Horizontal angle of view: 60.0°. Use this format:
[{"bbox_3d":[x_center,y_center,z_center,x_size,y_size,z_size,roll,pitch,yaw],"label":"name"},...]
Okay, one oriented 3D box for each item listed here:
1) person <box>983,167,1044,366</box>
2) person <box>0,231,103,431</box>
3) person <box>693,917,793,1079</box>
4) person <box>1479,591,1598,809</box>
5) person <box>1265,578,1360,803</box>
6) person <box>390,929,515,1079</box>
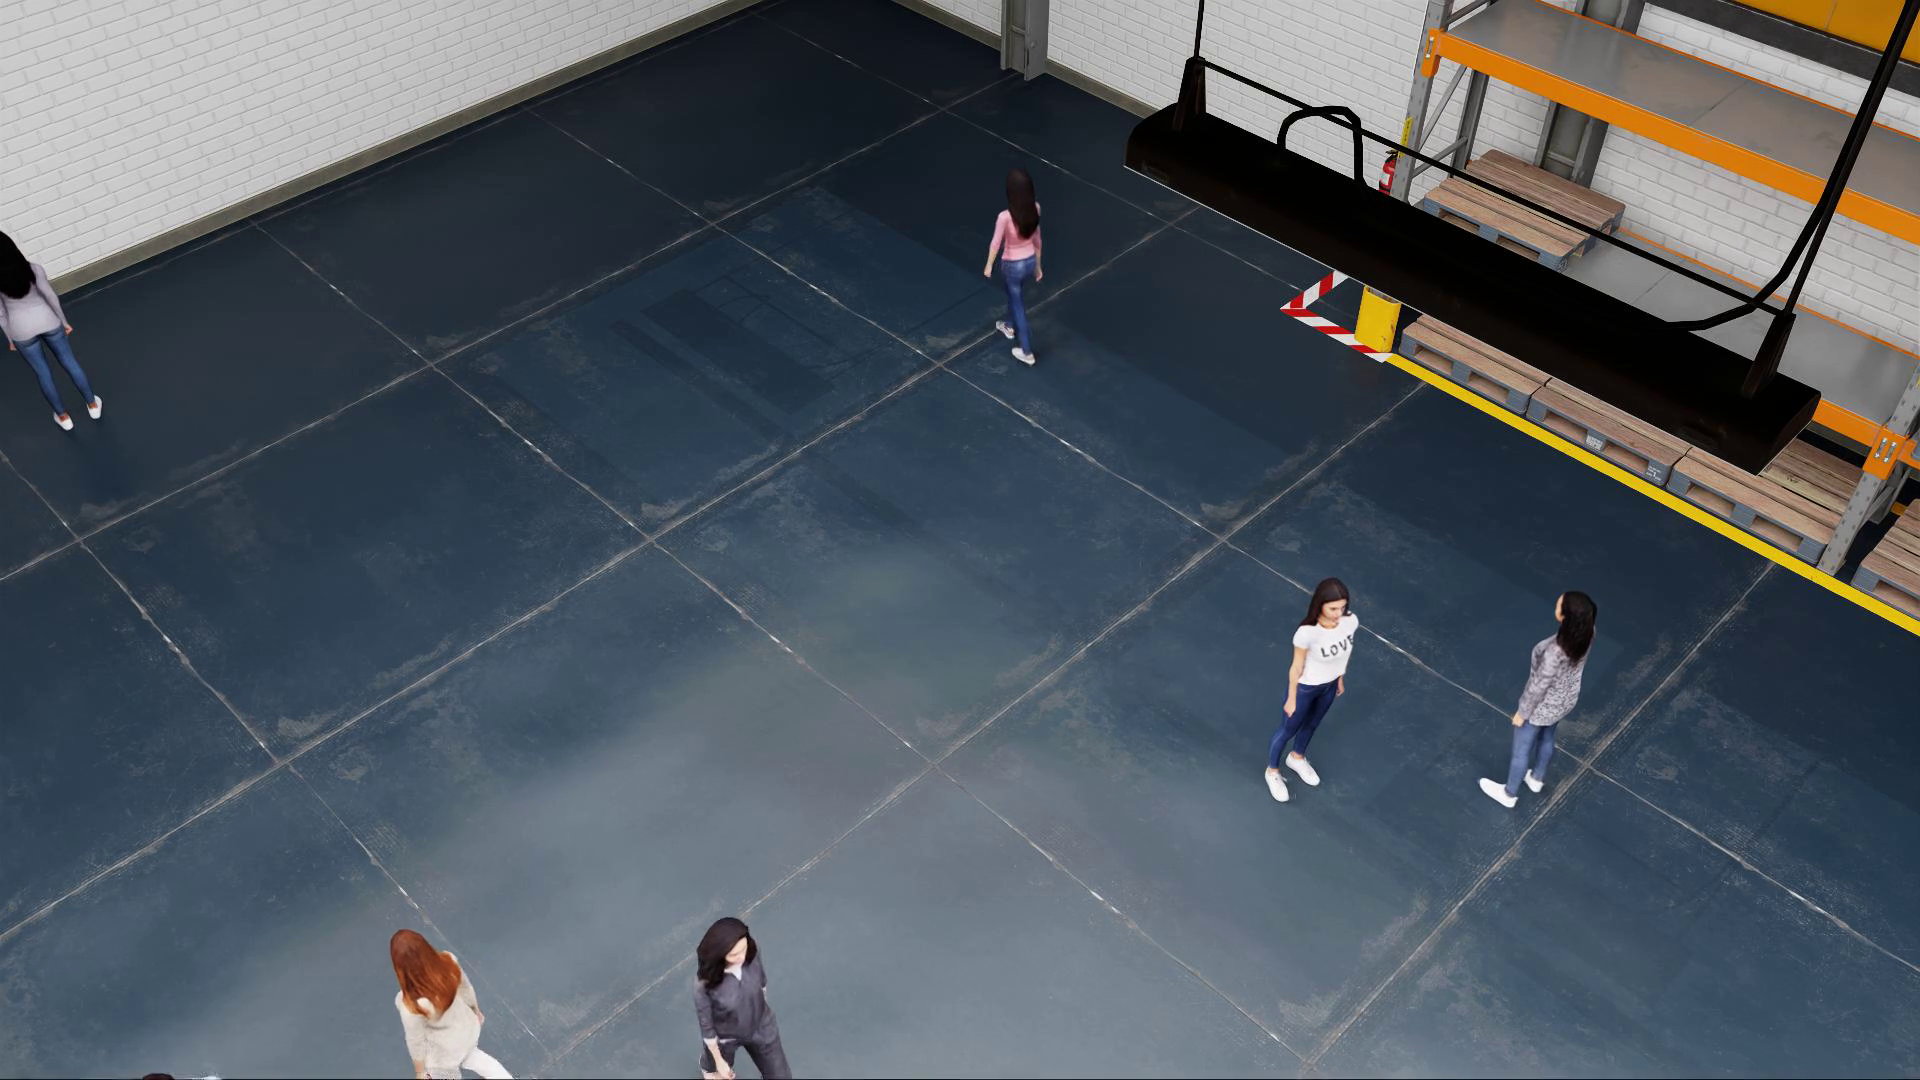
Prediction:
[{"bbox_3d":[0.509,-2.149,13.334,0.611,1.724,0.844,-31,52,-28],"label":"person"},{"bbox_3d":[-7.086,-1.609,12.759,0.642,1.734,0.571,-27,50,-25],"label":"person"},{"bbox_3d":[-1.199,2.455,8.497,0.654,1.728,1.046,-30,51,-28],"label":"person"},{"bbox_3d":[3.560,0.968,10.055,0.643,1.731,0.572,-27,50,-26],"label":"person"},{"bbox_3d":[2.134,0.889,10.108,0.646,1.774,0.609,-21,47,-20],"label":"person"},{"bbox_3d":[-2.512,2.552,8.423,0.952,1.690,0.814,13,45,13],"label":"person"}]
